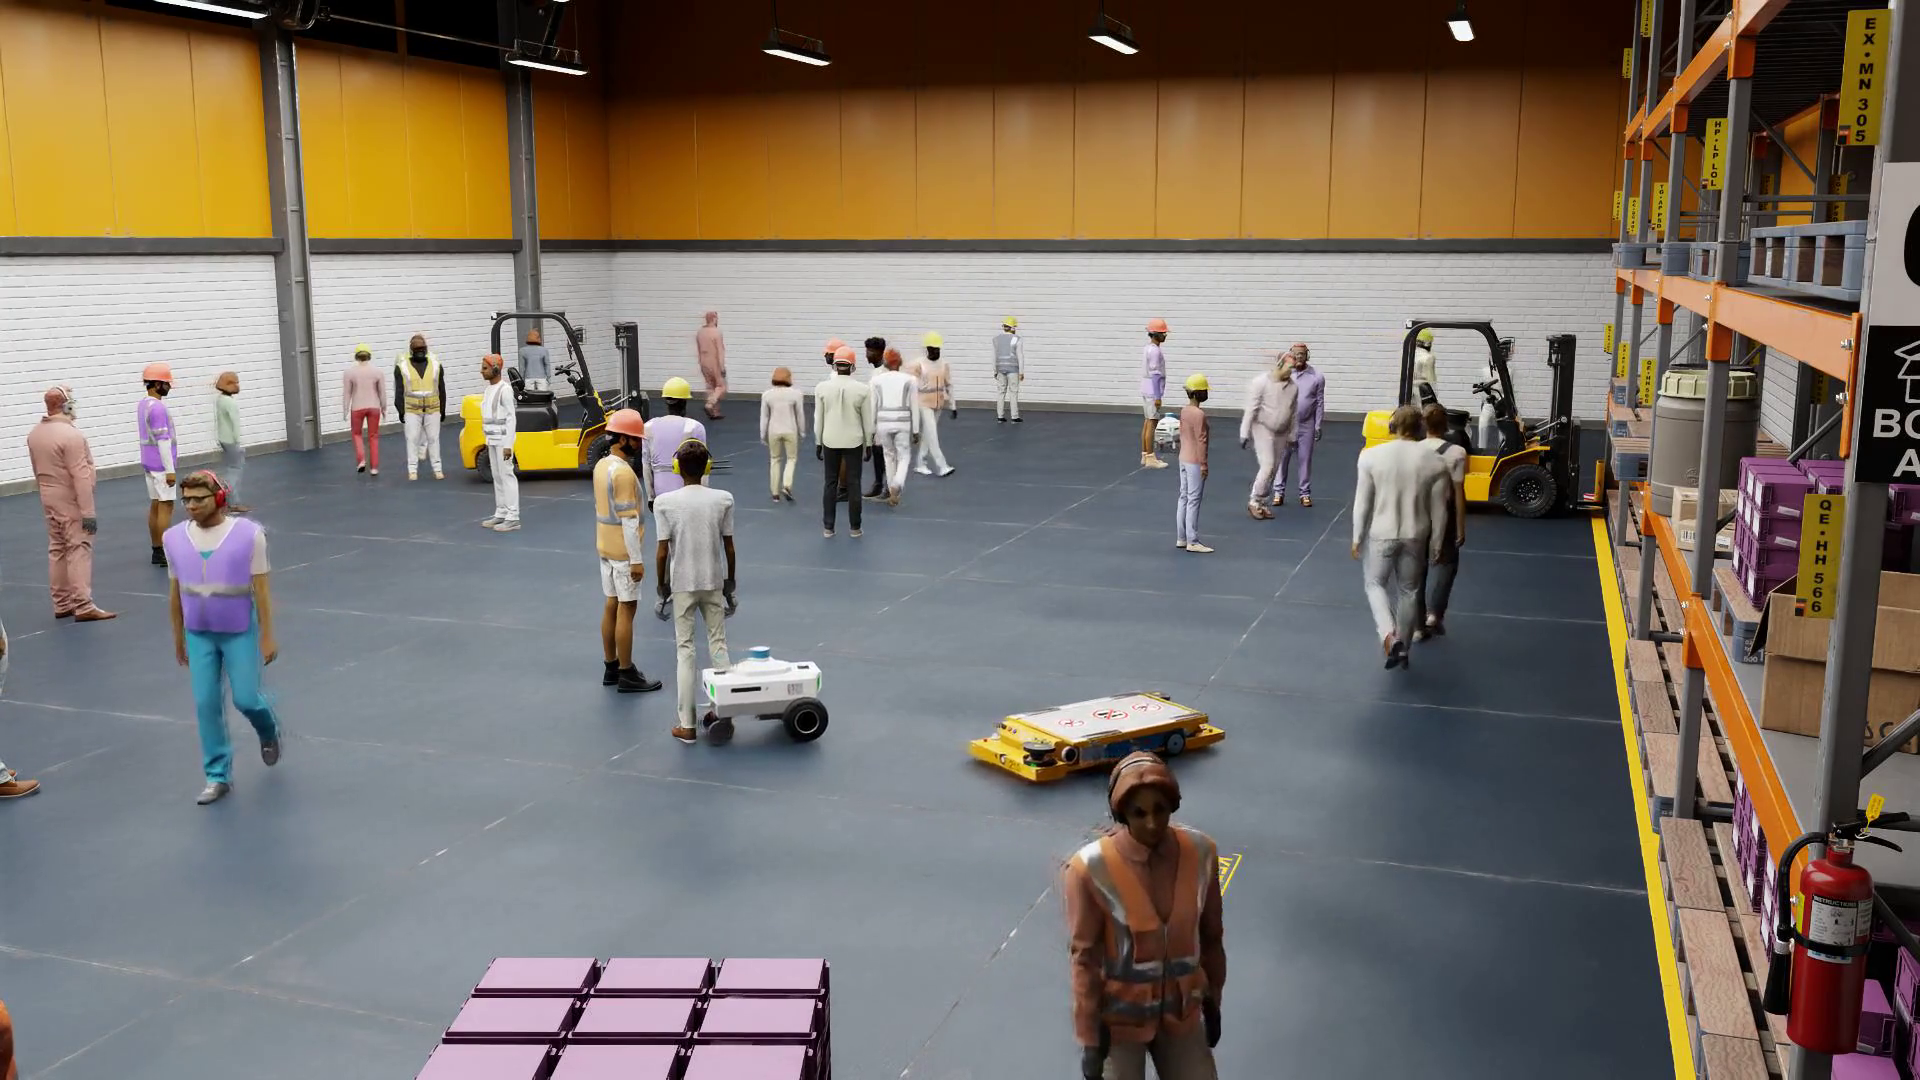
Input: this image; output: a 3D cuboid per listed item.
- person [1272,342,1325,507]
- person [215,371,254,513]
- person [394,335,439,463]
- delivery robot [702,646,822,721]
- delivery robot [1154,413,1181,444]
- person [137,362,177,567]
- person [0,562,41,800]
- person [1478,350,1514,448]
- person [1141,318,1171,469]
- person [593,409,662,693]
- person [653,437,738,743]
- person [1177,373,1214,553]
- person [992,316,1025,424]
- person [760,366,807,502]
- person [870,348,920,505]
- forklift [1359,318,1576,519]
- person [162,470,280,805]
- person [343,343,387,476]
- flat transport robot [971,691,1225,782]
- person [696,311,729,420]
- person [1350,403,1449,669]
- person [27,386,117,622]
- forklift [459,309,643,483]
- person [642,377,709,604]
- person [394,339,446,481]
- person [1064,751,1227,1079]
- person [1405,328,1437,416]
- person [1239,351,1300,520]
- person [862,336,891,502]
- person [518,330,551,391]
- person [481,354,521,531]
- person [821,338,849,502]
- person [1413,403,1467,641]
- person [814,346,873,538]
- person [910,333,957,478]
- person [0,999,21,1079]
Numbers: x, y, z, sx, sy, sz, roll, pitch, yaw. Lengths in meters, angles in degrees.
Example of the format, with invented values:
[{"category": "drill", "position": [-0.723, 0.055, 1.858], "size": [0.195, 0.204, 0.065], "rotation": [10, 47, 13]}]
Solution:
[{"category": "person", "position": [3.900, -1.336, 19.313], "size": [0.642, 1.913, 0.409], "rotation": [1, 10, 8]}, {"category": "person", "position": [-8.213, -1.099, 18.792], "size": [0.366, 1.617, 0.518], "rotation": [-9, 13, -40]}, {"category": "person", "position": [-7.531, -1.950, 23.145], "size": [0.640, 1.772, 1.008], "rotation": [-4, 11, -21]}, {"category": "delivery robot", "position": [-1.225, 0.901, 10.262], "size": [0.707, 0.478, 0.477], "rotation": [-3, 11, -16]}, {"category": "delivery robot", "position": [3.075, -1.630, 24.519], "size": [0.477, 0.478, 0.707], "rotation": [5, 11, 26]}, {"category": "person", "position": [-7.530, -0.709, 15.710], "size": [0.358, 1.937, 0.544], "rotation": [-9, 13, -41]}, {"category": "person", "position": [-5.386, 0.465, 9.092], "size": [0.630, 1.940, 0.372], "rotation": [9, 13, 41]}, {"category": "person", "position": [7.395, -1.850, 23.031], "size": [0.526, 1.614, 0.678], "rotation": [9, 14, 42]}, {"category": "person", "position": [2.660, -1.997, 22.656], "size": [0.381, 2.045, 0.605], "rotation": [-1, 10, -3]}, {"category": "person", "position": [-2.278, 0.073, 11.331], "size": [0.373, 1.928, 0.543], "rotation": [-6, 12, -31]}, {"category": "person", "position": [-1.618, 0.308, 10.166], "size": [0.519, 1.873, 0.335], "rotation": [-3, 11, -18]}, {"category": "person", "position": [2.331, -0.762, 16.480], "size": [0.304, 1.772, 0.525], "rotation": [-2, 10, -13]}, {"category": "person", "position": [0.836, -2.892, 28.301], "size": [0.599, 1.827, 0.403], "rotation": [6, 12, 30]}, {"category": "person", "position": [-2.092, -1.239, 19.581], "size": [0.561, 1.615, 0.420], "rotation": [1, 10, 3]}, {"category": "person", "position": [-0.764, -1.289, 19.221], "size": [0.587, 1.861, 0.659], "rotation": [1, 10, 4]}, {"category": "forklift", "position": [5.787, -1.437, 19.079], "size": [2.313, 2.155, 1.214], "rotation": [3, 11, 19]}, {"category": "person", "position": [-4.053, 0.502, 9.193], "size": [0.590, 1.825, 0.610], "rotation": [0, 10, -1]}, {"category": "person", "position": [-7.845, -1.721, 21.931], "size": [0.564, 1.746, 0.443], "rotation": [-5, 11, -27]}, {"category": "flat transport robot", "position": [0.836, 1.149, 9.933], "size": [1.431, 0.197, 0.652], "rotation": [-7, 12, -33]}, {"category": "person", "position": [-4.283, -3.016, 28.798], "size": [0.674, 1.893, 0.447], "rotation": [10, 14, 43]}, {"category": "person", "position": [3.117, -0.006, 11.782], "size": [0.671, 1.921, 0.666], "rotation": [1, 10, 4]}, {"category": "person", "position": [-7.191, -0.289, 13.437], "size": [0.697, 1.907, 0.403], "rotation": [6, 12, 32]}, {"category": "forklift", "position": [-5.354, -1.902, 21.697], "size": [2.313, 2.155, 1.214], "rotation": [-2, 10, -13]}, {"category": "person", "position": [-2.379, -0.405, 14.018], "size": [0.588, 1.927, 0.369], "rotation": [3, 10, 14]}, {"category": "person", "position": [-6.947, -1.676, 21.458], "size": [0.633, 1.836, 0.430], "rotation": [-5, 11, -27]}, {"category": "person", "position": [0.541, 1.391, 4.768], "size": [0.518, 1.625, 0.361], "rotation": [-4, 11, -21]}, {"category": "person", "position": [6.767, -2.192, 24.391], "size": [0.431, 1.813, 0.614], "rotation": [-5, 11, -24]}, {"category": "person", "position": [3.443, -1.148, 18.353], "size": [0.729, 1.871, 0.503], "rotation": [-6, 12, -30]}, {"category": "person", "position": [-0.942, -1.436, 19.733], "size": [0.407, 1.959, 0.681], "rotation": [-5, 11, -24]}, {"category": "person", "position": [-7.011, -2.641, 27.439], "size": [0.507, 1.632, 0.281], "rotation": [-2, 10, -12]}, {"category": "person", "position": [-4.907, -1.037, 17.708], "size": [0.349, 1.880, 0.577], "rotation": [-7, 12, -36]}, {"category": "person", "position": [-1.461, -1.416, 19.675], "size": [0.348, 1.943, 0.545], "rotation": [0, 10, 3]}, {"category": "person", "position": [3.616, -0.131, 12.747], "size": [0.535, 1.830, 0.440], "rotation": [6, 12, 30]}, {"category": "person", "position": [-1.203, -1.011, 17.281], "size": [0.619, 1.987, 0.406], "rotation": [1, 10, 3]}, {"category": "person", "position": [-0.297, -1.750, 21.702], "size": [0.617, 1.880, 0.945], "rotation": [-9, 13, -40]}, {"category": "person", "position": [-2.294, 1.555, 3.631], "size": [0.321, 1.697, 0.530], "rotation": [6, 12, 30]}]
